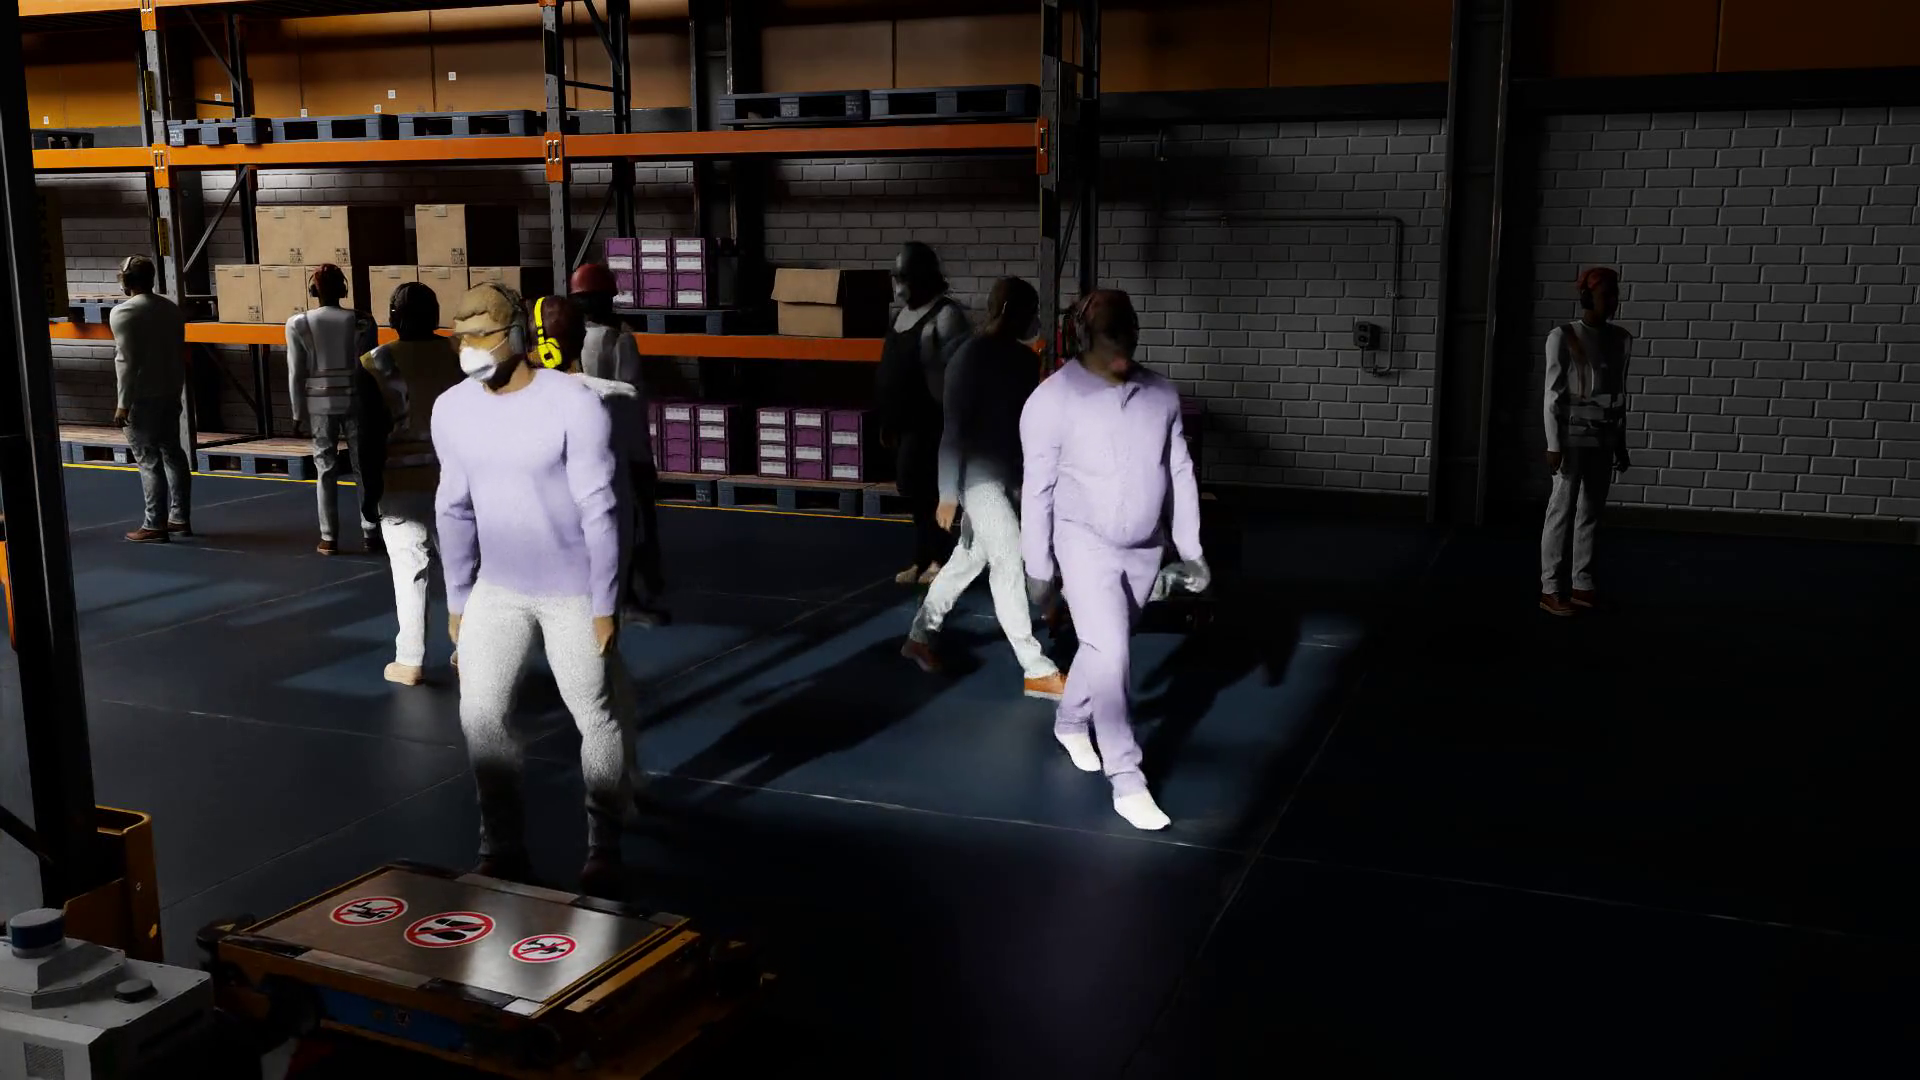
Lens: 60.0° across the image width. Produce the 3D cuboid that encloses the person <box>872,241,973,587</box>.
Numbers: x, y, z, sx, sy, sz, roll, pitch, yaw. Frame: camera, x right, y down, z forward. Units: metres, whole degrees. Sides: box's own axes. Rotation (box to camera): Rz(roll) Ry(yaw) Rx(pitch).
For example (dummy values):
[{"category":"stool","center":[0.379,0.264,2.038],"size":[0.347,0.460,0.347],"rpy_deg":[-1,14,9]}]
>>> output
[{"category":"person","center":[-0.253,-0.727,9.709],"size":[0.538,2.000,0.699],"rpy_deg":[-5,12,-28]}]

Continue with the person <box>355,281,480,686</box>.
[{"category":"person","center":[-2.463,-0.256,7.645],"size":[0.627,1.844,0.429],"rpy_deg":[-9,14,-41]}]

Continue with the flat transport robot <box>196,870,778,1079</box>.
[{"category":"flat transport robot","center":[-1.259,1.119,4.356],"size":[1.431,0.197,0.652],"rpy_deg":[5,11,25]}]

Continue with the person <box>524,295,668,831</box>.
[{"category":"person","center":[-1.319,0.079,5.757],"size":[0.534,1.844,0.582],"rpy_deg":[-9,13,-40]}]

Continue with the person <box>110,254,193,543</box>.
[{"category":"person","center":[-5.461,-0.946,11.214],"size":[0.359,1.938,0.635],"rpy_deg":[2,10,11]}]

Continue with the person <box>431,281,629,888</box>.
[{"category":"person","center":[-1.306,0.179,5.061],"size":[0.628,1.908,0.579],"rpy_deg":[3,11,17]}]

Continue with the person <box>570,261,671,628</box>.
[{"category":"person","center":[-1.844,-0.483,8.758],"size":[0.655,1.919,0.352],"rpy_deg":[6,12,30]}]

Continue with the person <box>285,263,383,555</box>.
[{"category":"person","center":[-4.029,-0.840,10.777],"size":[0.572,1.883,0.355],"rpy_deg":[-5,11,-24]}]

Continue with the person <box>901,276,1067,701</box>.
[{"category":"person","center":[0.125,-0.253,7.548],"size":[1.047,1.880,0.654],"rpy_deg":[7,12,32]}]

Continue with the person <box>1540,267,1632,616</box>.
[{"category":"person","center":[3.415,-0.531,9.057],"size":[0.575,1.885,0.355],"rpy_deg":[-5,11,-26]}]

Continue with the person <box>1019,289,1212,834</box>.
[{"category":"person","center":[0.537,0.024,6.033],"size":[0.636,1.867,0.985],"rpy_deg":[-6,12,-30]}]

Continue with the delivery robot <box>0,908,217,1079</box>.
[{"category":"delivery robot","center":[-2.012,1.055,3.659],"size":[0.707,0.478,0.477],"rpy_deg":[4,11,18]}]
